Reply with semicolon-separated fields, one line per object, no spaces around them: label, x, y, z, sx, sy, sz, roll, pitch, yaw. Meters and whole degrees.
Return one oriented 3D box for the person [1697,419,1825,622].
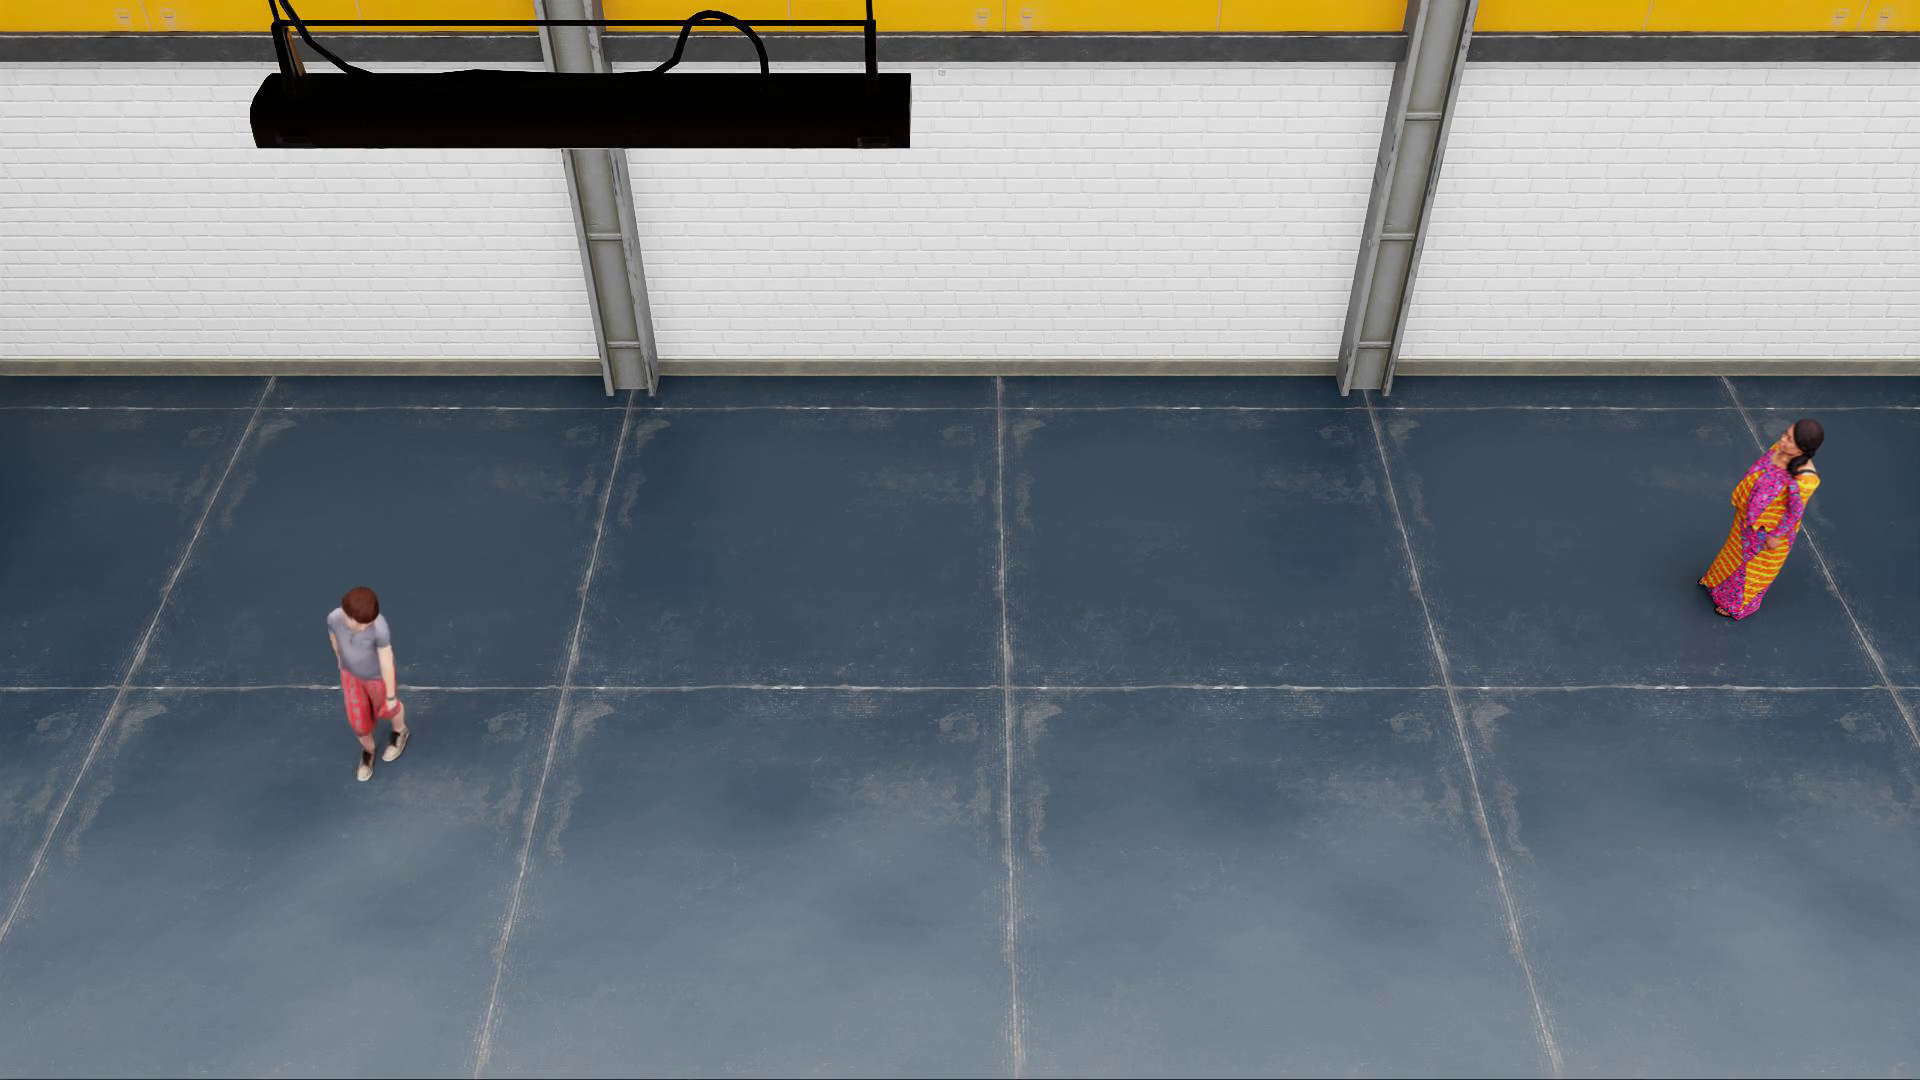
person;5.486;-0.181;11.303;0.647;1.687;0.638;-2;44;-2

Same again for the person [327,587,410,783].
person;-3.655;0.806;10.327;0.699;1.604;0.775;15;46;15
